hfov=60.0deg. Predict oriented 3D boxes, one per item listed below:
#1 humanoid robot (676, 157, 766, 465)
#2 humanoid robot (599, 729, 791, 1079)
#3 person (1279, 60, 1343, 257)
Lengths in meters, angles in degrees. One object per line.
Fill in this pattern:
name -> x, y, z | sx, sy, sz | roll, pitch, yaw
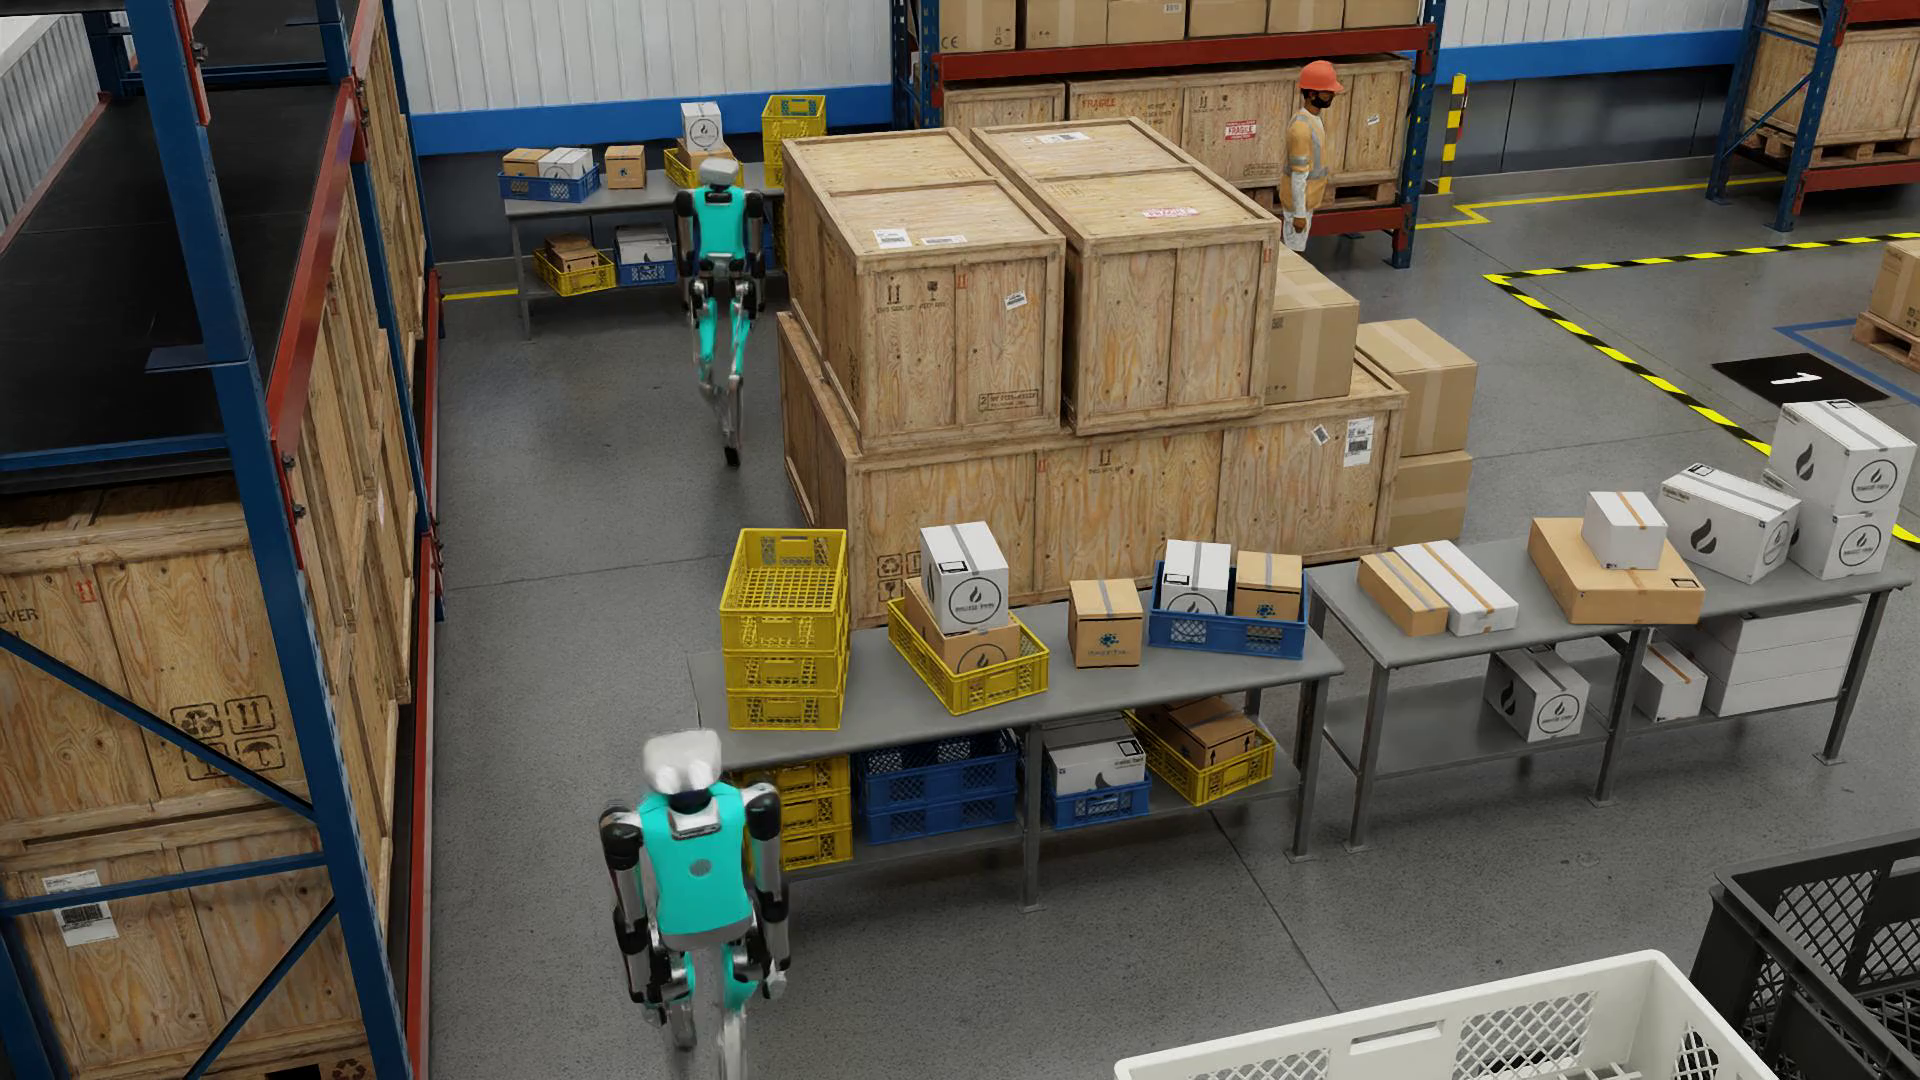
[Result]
humanoid robot -> -1.445, -1.312, 10.051 | 0.547, 1.845, 0.847 | -1, 29, -1
humanoid robot -> -0.875, 1.197, 5.433 | 0.548, 1.766, 0.947 | -8, 30, -15
person -> 2.438, -2.405, 11.752 | 0.357, 1.939, 0.542 | 8, 30, 15
